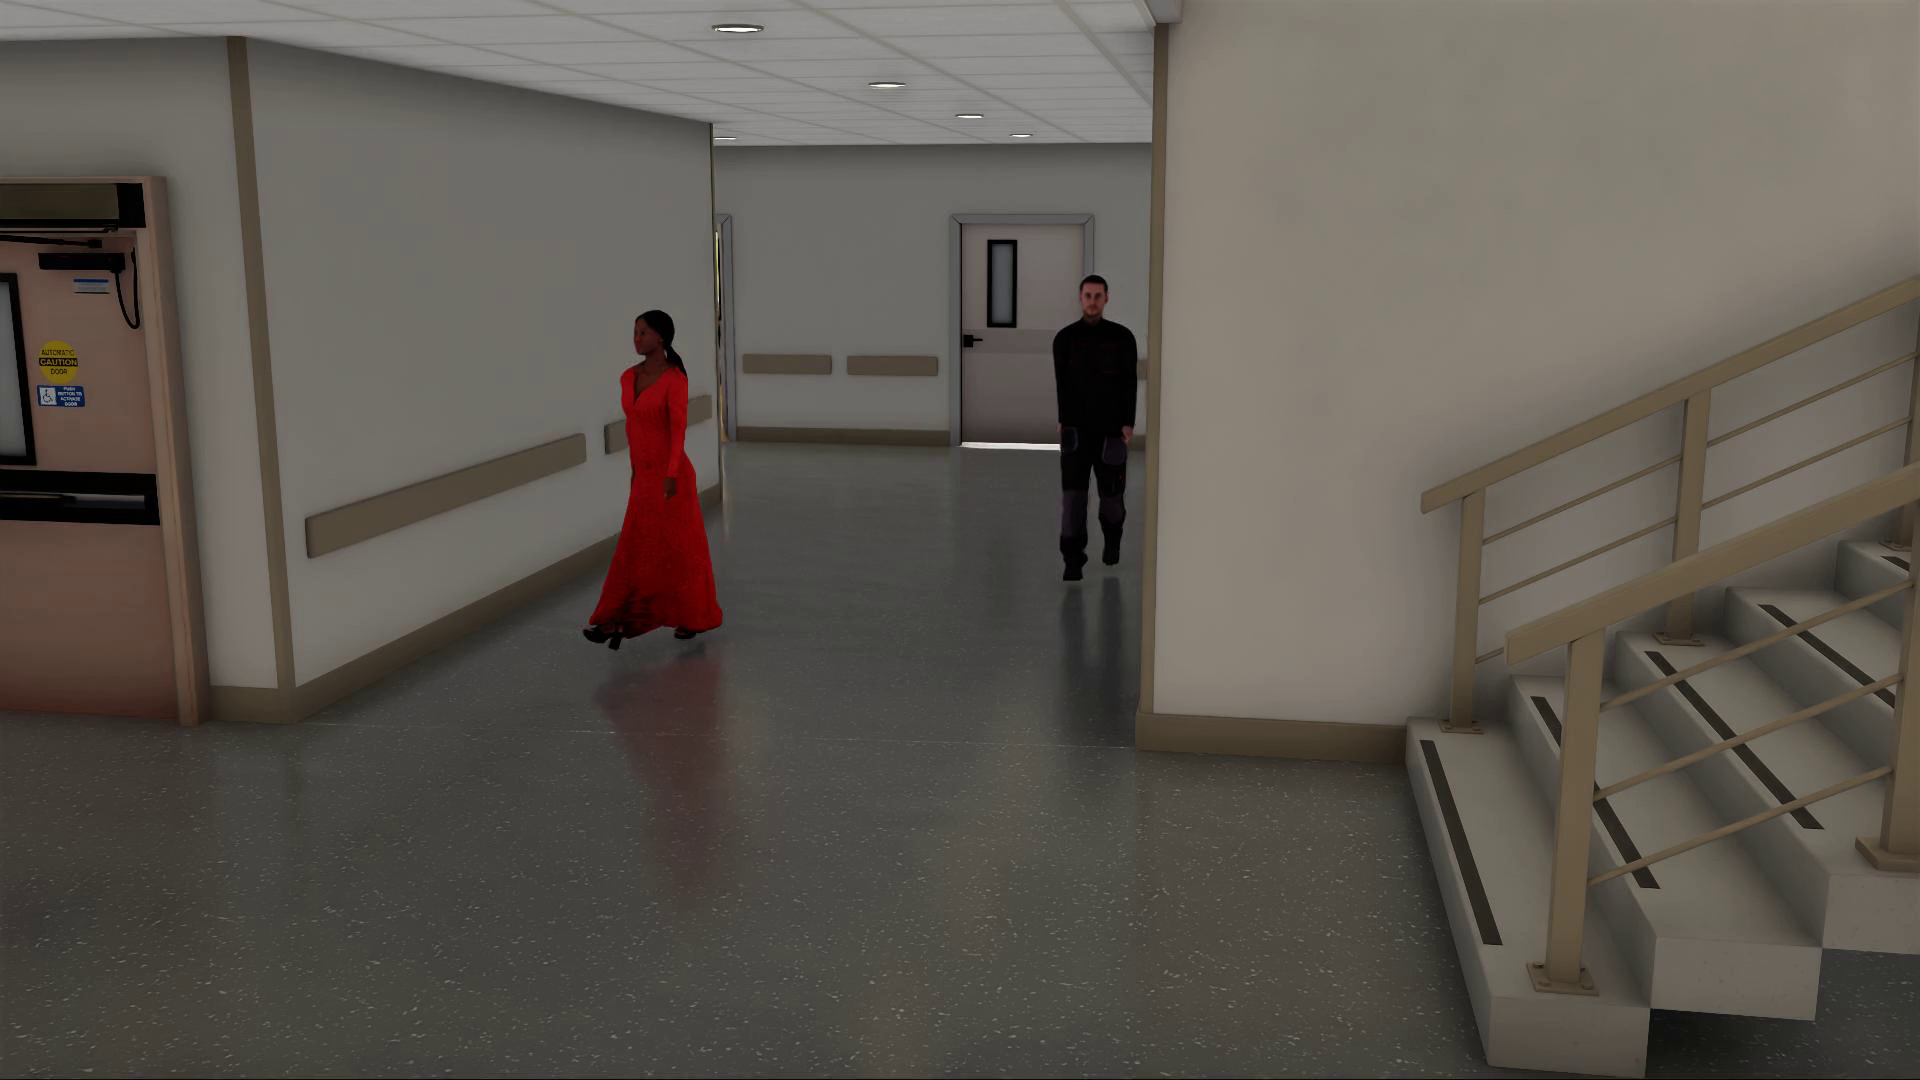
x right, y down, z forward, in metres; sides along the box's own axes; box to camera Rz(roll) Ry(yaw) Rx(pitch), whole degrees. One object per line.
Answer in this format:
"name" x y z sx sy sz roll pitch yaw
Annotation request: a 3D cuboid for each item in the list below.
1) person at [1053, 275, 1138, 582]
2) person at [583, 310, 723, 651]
"person" 0.859 -0.701 10.502 1.143 1.881 0.774 2 11 11
"person" -1.489 -0.292 8.711 1.149 1.744 0.990 7 13 33
